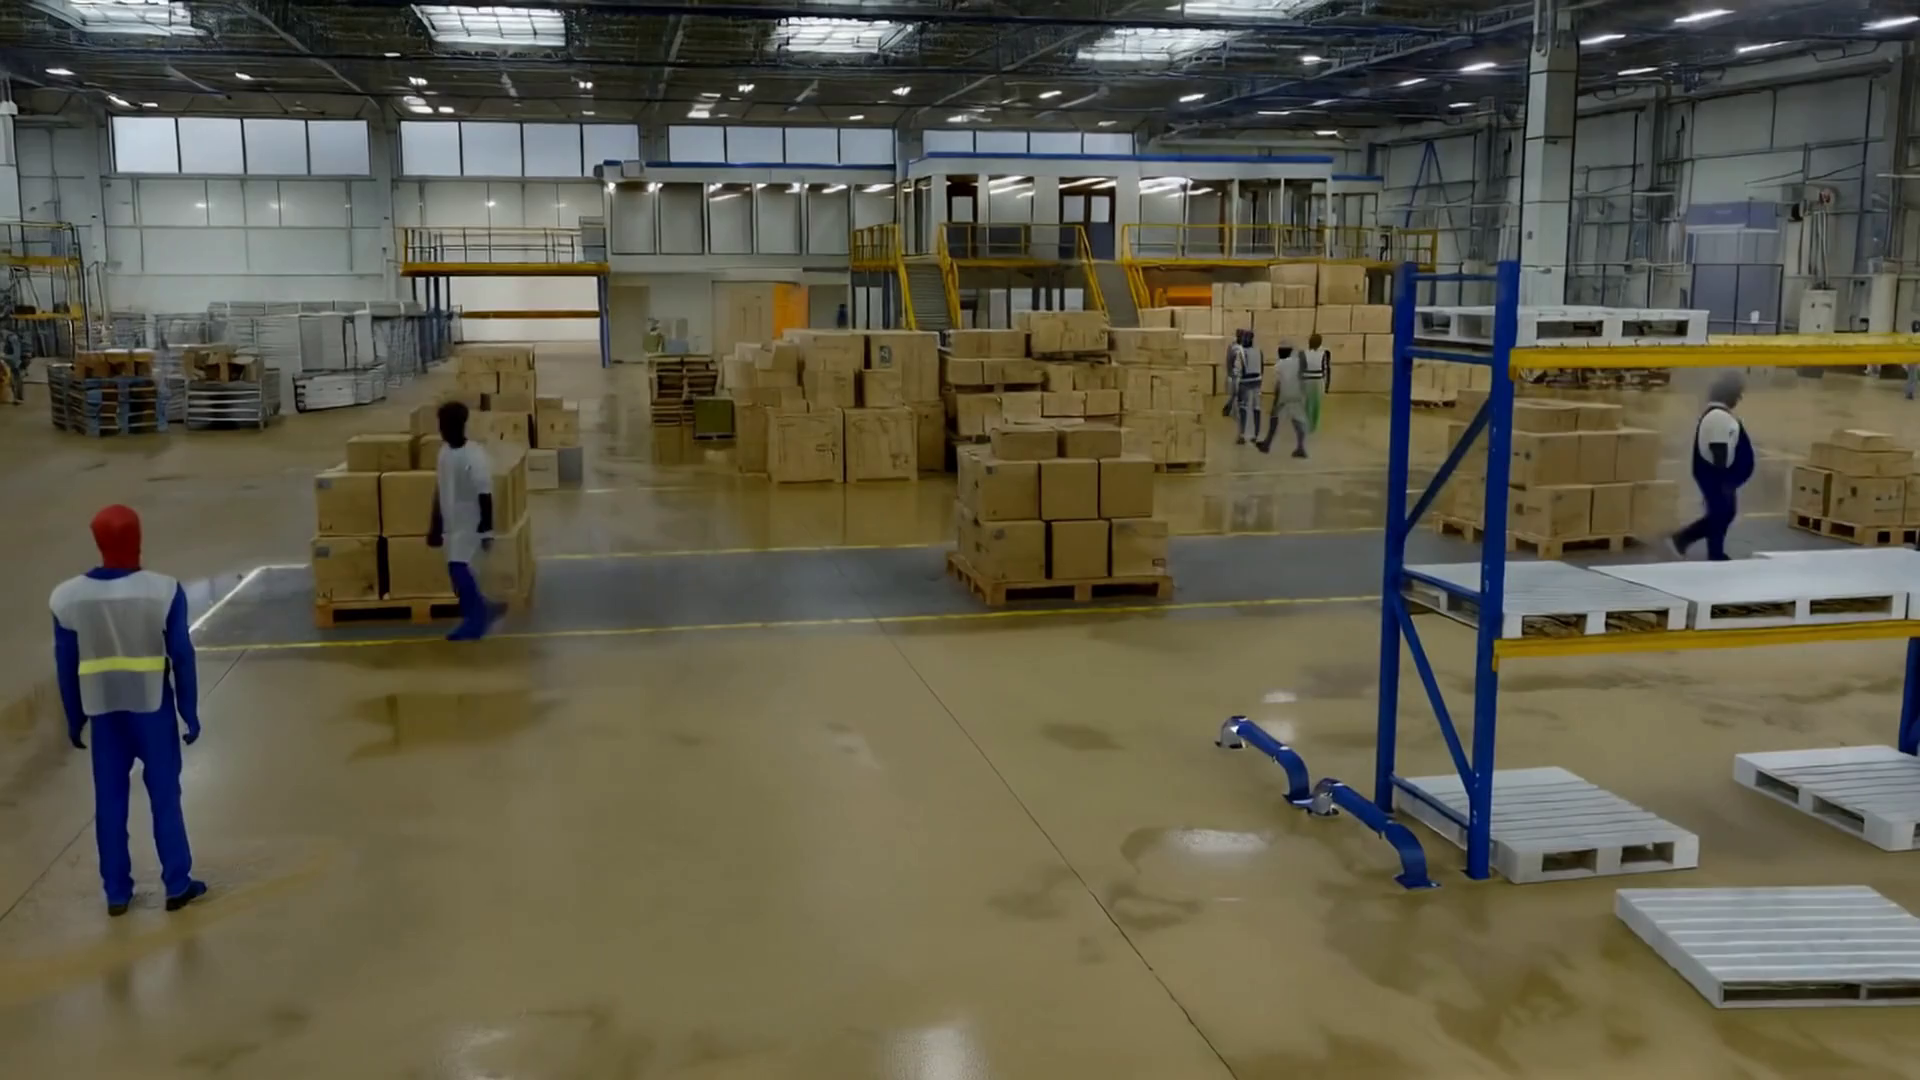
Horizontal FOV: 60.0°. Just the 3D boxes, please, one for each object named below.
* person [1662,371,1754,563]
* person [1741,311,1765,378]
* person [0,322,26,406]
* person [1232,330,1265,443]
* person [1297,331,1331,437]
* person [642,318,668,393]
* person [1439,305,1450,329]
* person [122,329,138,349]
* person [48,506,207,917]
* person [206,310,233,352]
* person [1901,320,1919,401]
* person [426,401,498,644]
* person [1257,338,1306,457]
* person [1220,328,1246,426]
[{"bbox_3d":[7.329,-0.663,16.218,0.736,2.000,0.695,3,10,16],"label":"person"},{"bbox_3d":[21.452,-5.281,45.026,0.640,1.821,0.536,3,10,19],"label":"person"},{"bbox_3d":[-20.573,-3.810,36.070,0.595,1.824,0.404,6,11,33],"label":"person"},{"bbox_3d":[4.934,-2.626,28.513,0.602,1.939,0.417,-5,10,-26],"label":"person"},{"bbox_3d":[6.251,-2.748,29.433,0.609,1.873,0.406,1,9,5],"label":"person"},{"bbox_3d":[-6.699,-3.943,36.618,0.543,1.912,0.665,1,9,3],"label":"person"},{"bbox_3d":[14.988,-6.289,51.120,0.533,1.838,0.432,4,10,22],"label":"person"},{"bbox_3d":[-16.998,-3.459,34.165,0.294,1.744,0.486,-7,12,-37],"label":"person"},{"bbox_3d":[-3.841,0.798,7.701,0.587,1.914,0.390,-2,10,-11],"label":"person"},{"bbox_3d":[-18.520,-4.784,41.650,0.607,1.951,1.049,0,9,-1],"label":"person"},{"bbox_3d":[21.546,-4.042,37.504,0.513,1.820,0.980,2,9,11],"label":"person"},{"bbox_3d":[-3.989,-0.135,13.264,0.407,1.949,0.624,-9,13,-43],"label":"person"},{"bbox_3d":[5.168,-2.263,26.479,0.551,1.884,1.053,-5,10,-27],"label":"person"},{"bbox_3d":[5.218,-3.108,31.655,0.543,1.873,0.589,9,13,42],"label":"person"}]
